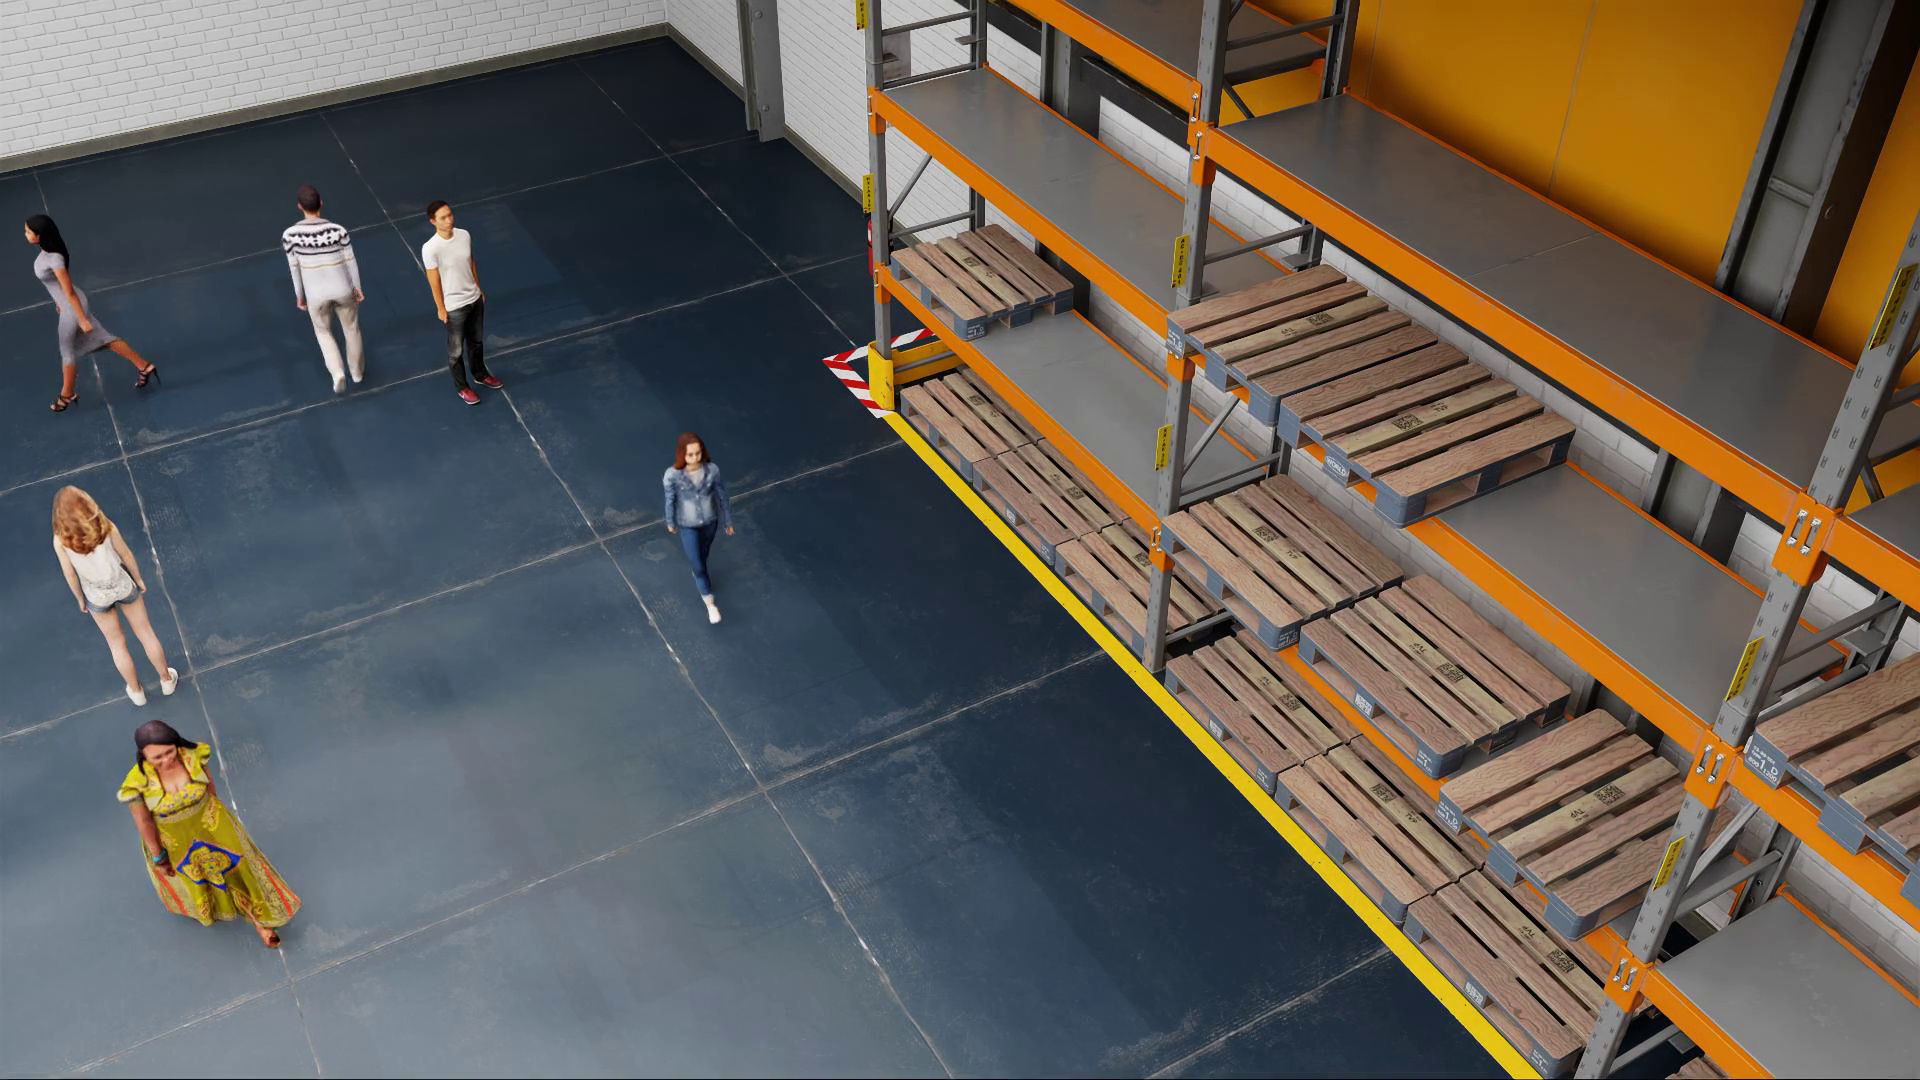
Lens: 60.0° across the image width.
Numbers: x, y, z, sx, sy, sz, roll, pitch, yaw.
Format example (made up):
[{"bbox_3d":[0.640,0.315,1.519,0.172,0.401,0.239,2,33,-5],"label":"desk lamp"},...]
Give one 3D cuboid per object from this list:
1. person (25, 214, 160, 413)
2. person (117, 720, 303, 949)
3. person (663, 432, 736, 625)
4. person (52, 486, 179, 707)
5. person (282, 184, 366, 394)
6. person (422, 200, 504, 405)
[{"bbox_3d":[-7.243,-1.897,13.816,0.704,1.734,1.046,-17,42,-20],"label":"person"},{"bbox_3d":[-4.456,1.614,9.502,0.950,1.630,1.160,-31,48,-33],"label":"person"},{"bbox_3d":[-1.889,-0.174,11.888,0.652,1.446,0.971,-16,41,-19],"label":"person"},{"bbox_3d":[-5.585,0.369,10.957,0.556,1.760,0.505,-20,43,-23],"label":"person"},{"bbox_3d":[-5.282,-2.048,13.922,0.787,1.837,0.893,-13,40,-15],"label":"person"},{"bbox_3d":[-4.197,-2.014,13.906,0.704,1.804,0.715,21,43,24],"label":"person"}]
